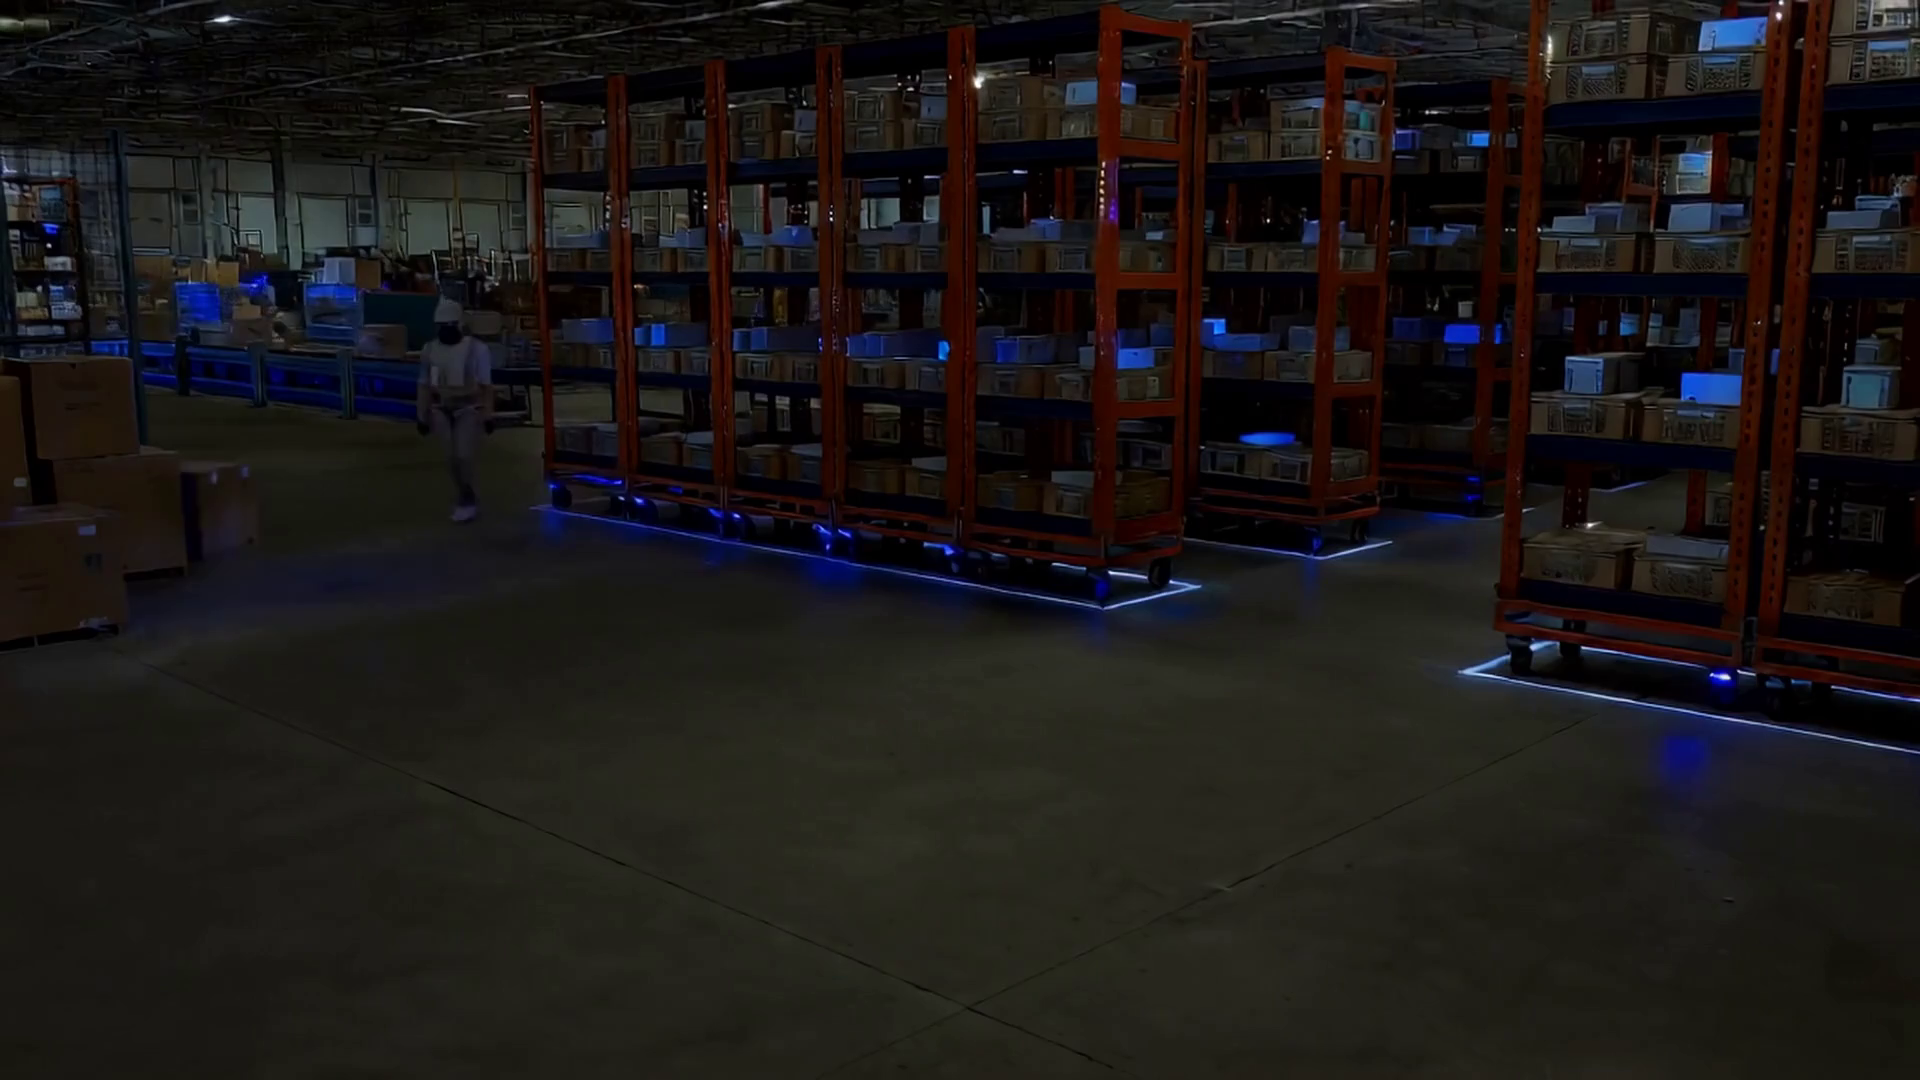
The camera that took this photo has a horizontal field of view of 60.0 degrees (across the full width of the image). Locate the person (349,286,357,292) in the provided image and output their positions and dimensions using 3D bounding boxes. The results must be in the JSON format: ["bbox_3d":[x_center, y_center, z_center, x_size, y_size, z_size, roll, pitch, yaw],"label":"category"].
[{"bbox_3d":[-27.370,-11.107,75.258,0.640,1.830,0.608,5,10,26],"label":"person"}]

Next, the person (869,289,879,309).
[{"bbox_3d":[-3.155,-8.458,59.549,0.887,1.646,0.548,9,13,44],"label":"person"}]

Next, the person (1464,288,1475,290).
[{"bbox_3d":[18.756,-8.796,61.089,0.713,1.821,0.582,-8,12,-39],"label":"person"}]

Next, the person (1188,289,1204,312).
[{"bbox_3d":[3.615,-3.212,26.605,0.407,1.913,0.641,-5,10,-27],"label":"person"}]

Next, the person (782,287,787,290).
[{"bbox_3d":[-7.234,-10.297,70.001,0.960,1.936,0.601,-5,11,-28],"label":"person"}]

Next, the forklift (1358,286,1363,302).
[{"bbox_3d":[11.100,-7.017,46.970,1.873,2.768,1.129,9,13,43],"label":"forklift"}]

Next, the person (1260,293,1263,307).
[{"bbox_3d":[9.391,-7.314,52.771,0.515,1.617,0.726,-1,9,-4],"label":"person"}]

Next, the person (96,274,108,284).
[{"bbox_3d":[-36.785,-10.490,71.497,0.430,1.826,0.732,3,10,16],"label":"person"}]

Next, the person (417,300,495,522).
[{"bbox_3d":[-4.137,-1.038,13.568,0.617,1.811,0.529,1,9,7],"label":"person"}]

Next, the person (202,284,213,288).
[{"bbox_3d":[-27.008,-8.660,59.661,0.598,2.031,0.618,-9,13,-43],"label":"person"}]

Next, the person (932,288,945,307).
[{"bbox_3d":[-0.802,-8.873,62.039,0.541,1.667,0.751,3,10,15],"label":"person"}]

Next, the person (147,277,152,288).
[{"bbox_3d":[-38.344,-11.604,78.731,0.318,1.696,0.538,-6,11,-31],"label":"person"}]

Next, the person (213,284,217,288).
[{"bbox_3d":[-37.585,-12.529,84.188,0.553,1.750,0.372,9,13,43],"label":"person"}]

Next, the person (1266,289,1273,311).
[{"bbox_3d":[10.715,-8.142,56.882,0.521,1.898,0.656,-8,12,-40],"label":"person"}]

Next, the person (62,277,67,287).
[{"bbox_3d":[-43.725,-12.095,81.101,0.472,1.898,0.627,3,10,20],"label":"person"}]

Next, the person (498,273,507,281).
[{"bbox_3d":[-26.402,-14.446,95.701,0.618,1.856,0.640,2,9,12],"label":"person"}]

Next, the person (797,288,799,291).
[{"bbox_3d":[-7.589,-11.760,79.002,0.549,1.919,0.717,7,12,38],"label":"person"}]

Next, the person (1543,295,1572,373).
[{"bbox_3d":[8.030,-2.427,22.065,0.866,1.812,0.600,8,12,39],"label":"person"}]

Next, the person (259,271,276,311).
[{"bbox_3d":[-24.004,-8.352,57.722,0.827,2.000,0.700,2,9,12],"label":"person"}]

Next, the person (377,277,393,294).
[{"bbox_3d":[-14.657,-5.794,42.594,0.559,1.856,0.387,5,10,26],"label":"person"}]

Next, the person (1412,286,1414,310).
[{"bbox_3d":[6.584,-2.816,23.922,0.379,1.995,0.612,3,10,16],"label":"person"}]

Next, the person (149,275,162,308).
[{"bbox_3d":[-25.692,-7.544,53.317,0.505,1.871,0.582,-6,11,-35],"label":"person"}]
